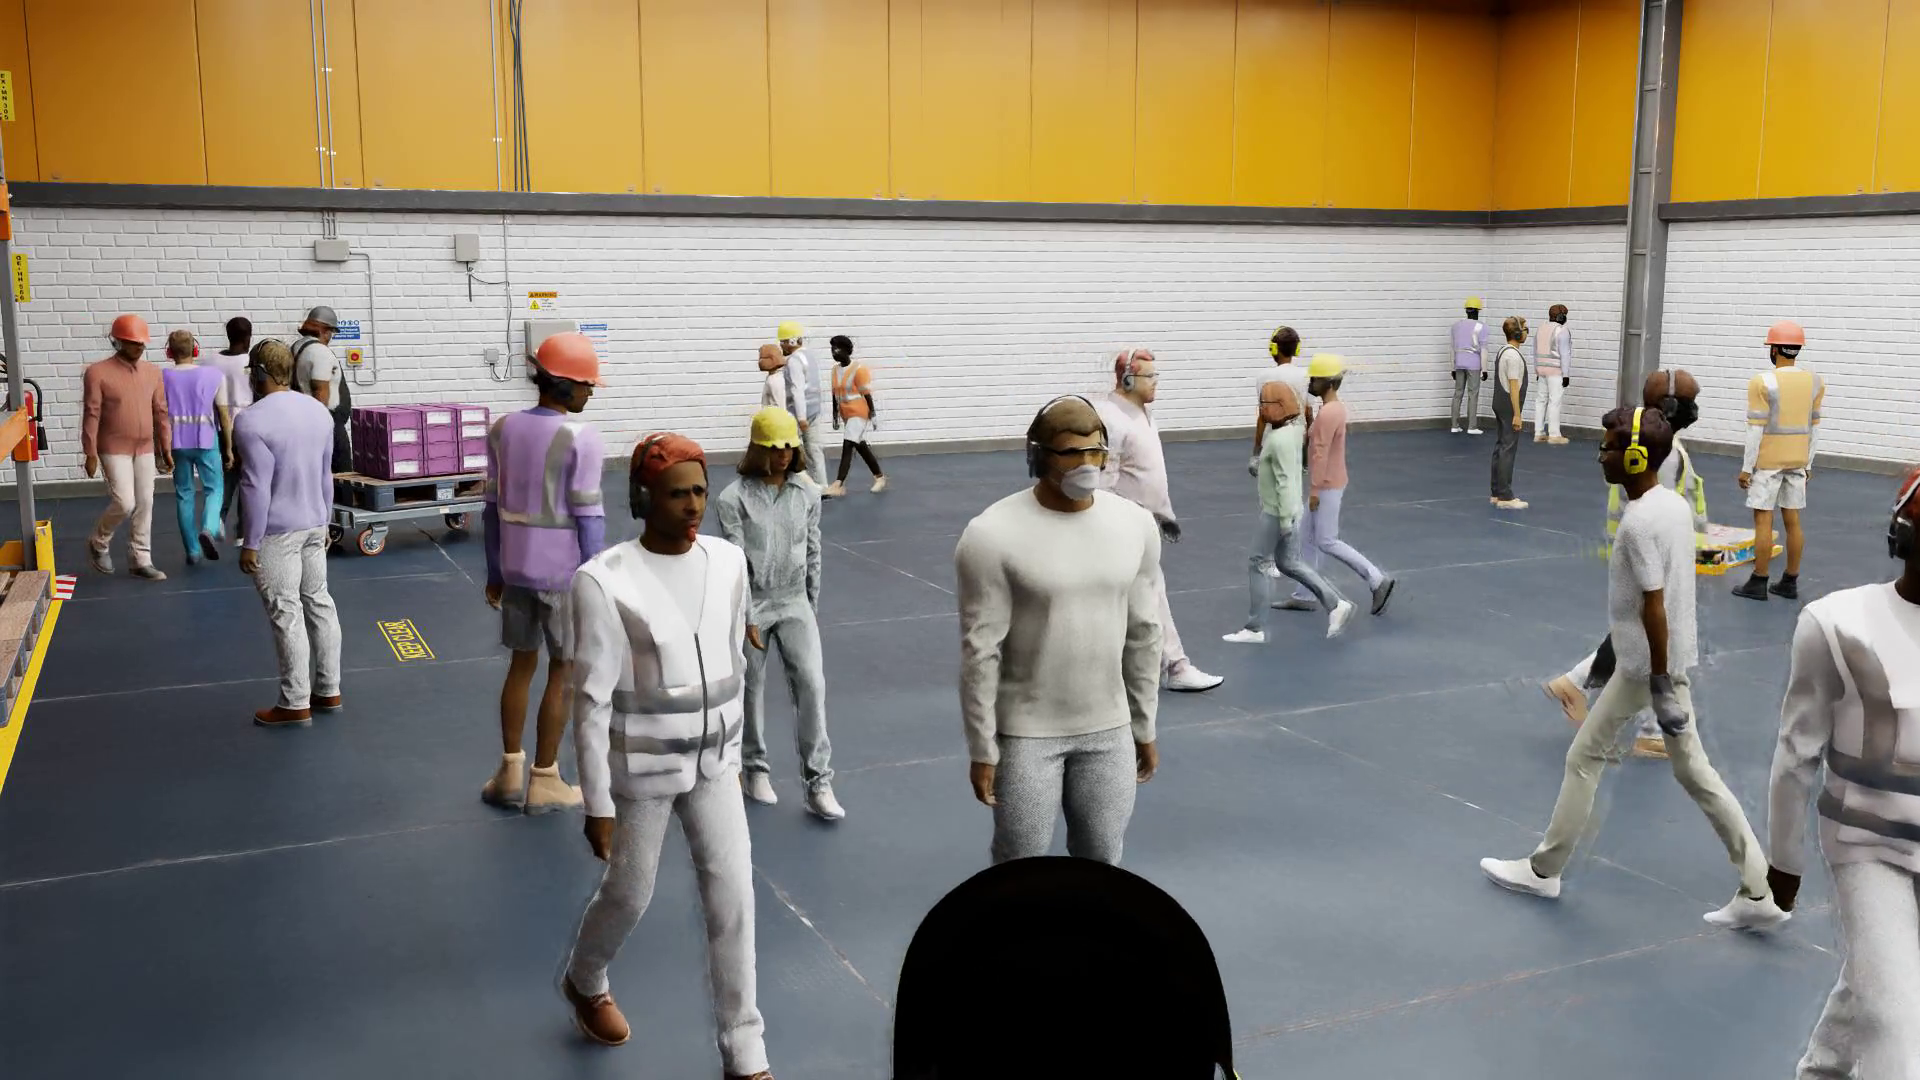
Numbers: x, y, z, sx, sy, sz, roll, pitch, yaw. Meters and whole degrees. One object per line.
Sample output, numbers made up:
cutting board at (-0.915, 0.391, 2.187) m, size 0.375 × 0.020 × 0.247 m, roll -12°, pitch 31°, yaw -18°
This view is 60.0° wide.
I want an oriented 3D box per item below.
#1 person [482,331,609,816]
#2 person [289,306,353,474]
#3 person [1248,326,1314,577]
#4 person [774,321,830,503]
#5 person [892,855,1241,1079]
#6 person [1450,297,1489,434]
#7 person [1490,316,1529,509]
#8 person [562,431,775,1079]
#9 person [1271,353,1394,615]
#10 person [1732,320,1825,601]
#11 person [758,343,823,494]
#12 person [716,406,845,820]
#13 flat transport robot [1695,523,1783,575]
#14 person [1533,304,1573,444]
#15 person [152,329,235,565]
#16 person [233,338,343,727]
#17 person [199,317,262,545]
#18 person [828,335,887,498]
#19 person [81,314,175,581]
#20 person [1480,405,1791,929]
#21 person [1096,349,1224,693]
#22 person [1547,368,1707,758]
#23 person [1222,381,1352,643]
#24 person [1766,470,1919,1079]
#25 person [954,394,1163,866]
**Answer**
person at (-1.733, 0.139, 6.987) m, size 0.659 × 2.016 × 0.505 m, roll 6°, pitch 11°, yaw 32°
person at (-5.655, -1.131, 14.800) m, size 0.715 × 2.000 × 1.035 m, roll 8°, pitch 12°, yaw 41°
person at (2.395, -0.654, 12.382) m, size 0.532 × 1.865 × 0.311 m, roll -3°, pitch 10°, yaw -21°
person at (-1.648, -1.241, 16.293) m, size 0.817 × 1.785 × 0.597 m, roll 3°, pitch 10°, yaw 16°
person at (0.069, 1.130, 1.124) m, size 0.590 × 1.926 × 0.388 m, roll 3°, pitch 10°, yaw 16°
person at (7.142, -2.438, 23.311) m, size 0.403 × 1.919 × 0.588 m, roll -7°, pitch 12°, yaw -39°
person at (5.291, -1.220, 15.960) m, size 0.345 × 1.847 × 0.507 m, roll 1°, pitch 9°, yaw 5°
person at (-0.839, 0.613, 4.602) m, size 0.589 × 1.848 × 0.957 m, roll -9°, pitch 13°, yaw -43°
person at (2.468, -0.358, 10.924) m, size 0.741 × 1.738 × 0.533 m, roll 3°, pitch 10°, yaw 16°
person at (5.638, -0.545, 11.488) m, size 0.545 × 1.938 × 0.362 m, roll -2°, pitch 9°, yaw -11°
person at (-1.660, -1.022, 15.442) m, size 0.684 × 1.611 × 0.512 m, roll 0°, pitch 9°, yaw -1°
person at (-0.740, 0.310, 6.864) m, size 0.482 × 1.708 × 0.788 m, roll -5°, pitch 10°, yaw -26°
flat transport robot at (5.803, 0.056, 12.912) m, size 0.652 × 0.197 × 1.431 m, roll 9°, pitch 13°, yaw 44°
person at (7.867, -2.197, 22.035) m, size 0.428 × 1.842 × 0.631 m, roll -3°, pitch 10°, yaw -18°
person at (-5.899, -0.697, 12.771) m, size 0.582 × 1.827 × 0.514 m, roll -4°, pitch 10°, yaw -21°
person at (-3.361, -0.035, 8.314) m, size 0.355 × 1.937 × 0.635 m, roll 3°, pitch 10°, yaw 17°
person at (-5.962, -0.887, 13.738) m, size 0.592 × 1.899 × 0.448 m, roll 1°, pitch 9°, yaw 7°
person at (-1.067, -1.253, 16.809) m, size 0.871 × 1.637 × 0.576 m, roll -7°, pitch 11°, yaw -36°
person at (-6.067, -0.658, 12.113) m, size 0.585 × 1.971 × 0.619 m, roll 4°, pitch 10°, yaw 25°
person at (2.408, 0.441, 5.771) m, size 1.030 × 1.818 × 0.502 m, roll 8°, pitch 12°, yaw 42°
person at (0.931, -0.110, 9.050) m, size 1.003 × 1.859 × 0.653 m, roll 3°, pitch 10°, yaw 18°
person at (3.162, 0.111, 7.770) m, size 0.589 × 1.830 × 0.637 m, roll 3°, pitch 10°, yaw 17°
person at (2.006, -0.160, 10.085) m, size 0.701 × 1.613 × 0.492 m, roll 3°, pitch 10°, yaw 16°
person at (2.226, 0.740, 3.850) m, size 0.574 × 1.830 × 0.996 m, roll 0°, pitch 9°, yaw -2°
person at (0.287, 0.549, 4.734) m, size 0.633 × 1.932 × 0.368 m, roll -4°, pitch 10°, yaw -23°
